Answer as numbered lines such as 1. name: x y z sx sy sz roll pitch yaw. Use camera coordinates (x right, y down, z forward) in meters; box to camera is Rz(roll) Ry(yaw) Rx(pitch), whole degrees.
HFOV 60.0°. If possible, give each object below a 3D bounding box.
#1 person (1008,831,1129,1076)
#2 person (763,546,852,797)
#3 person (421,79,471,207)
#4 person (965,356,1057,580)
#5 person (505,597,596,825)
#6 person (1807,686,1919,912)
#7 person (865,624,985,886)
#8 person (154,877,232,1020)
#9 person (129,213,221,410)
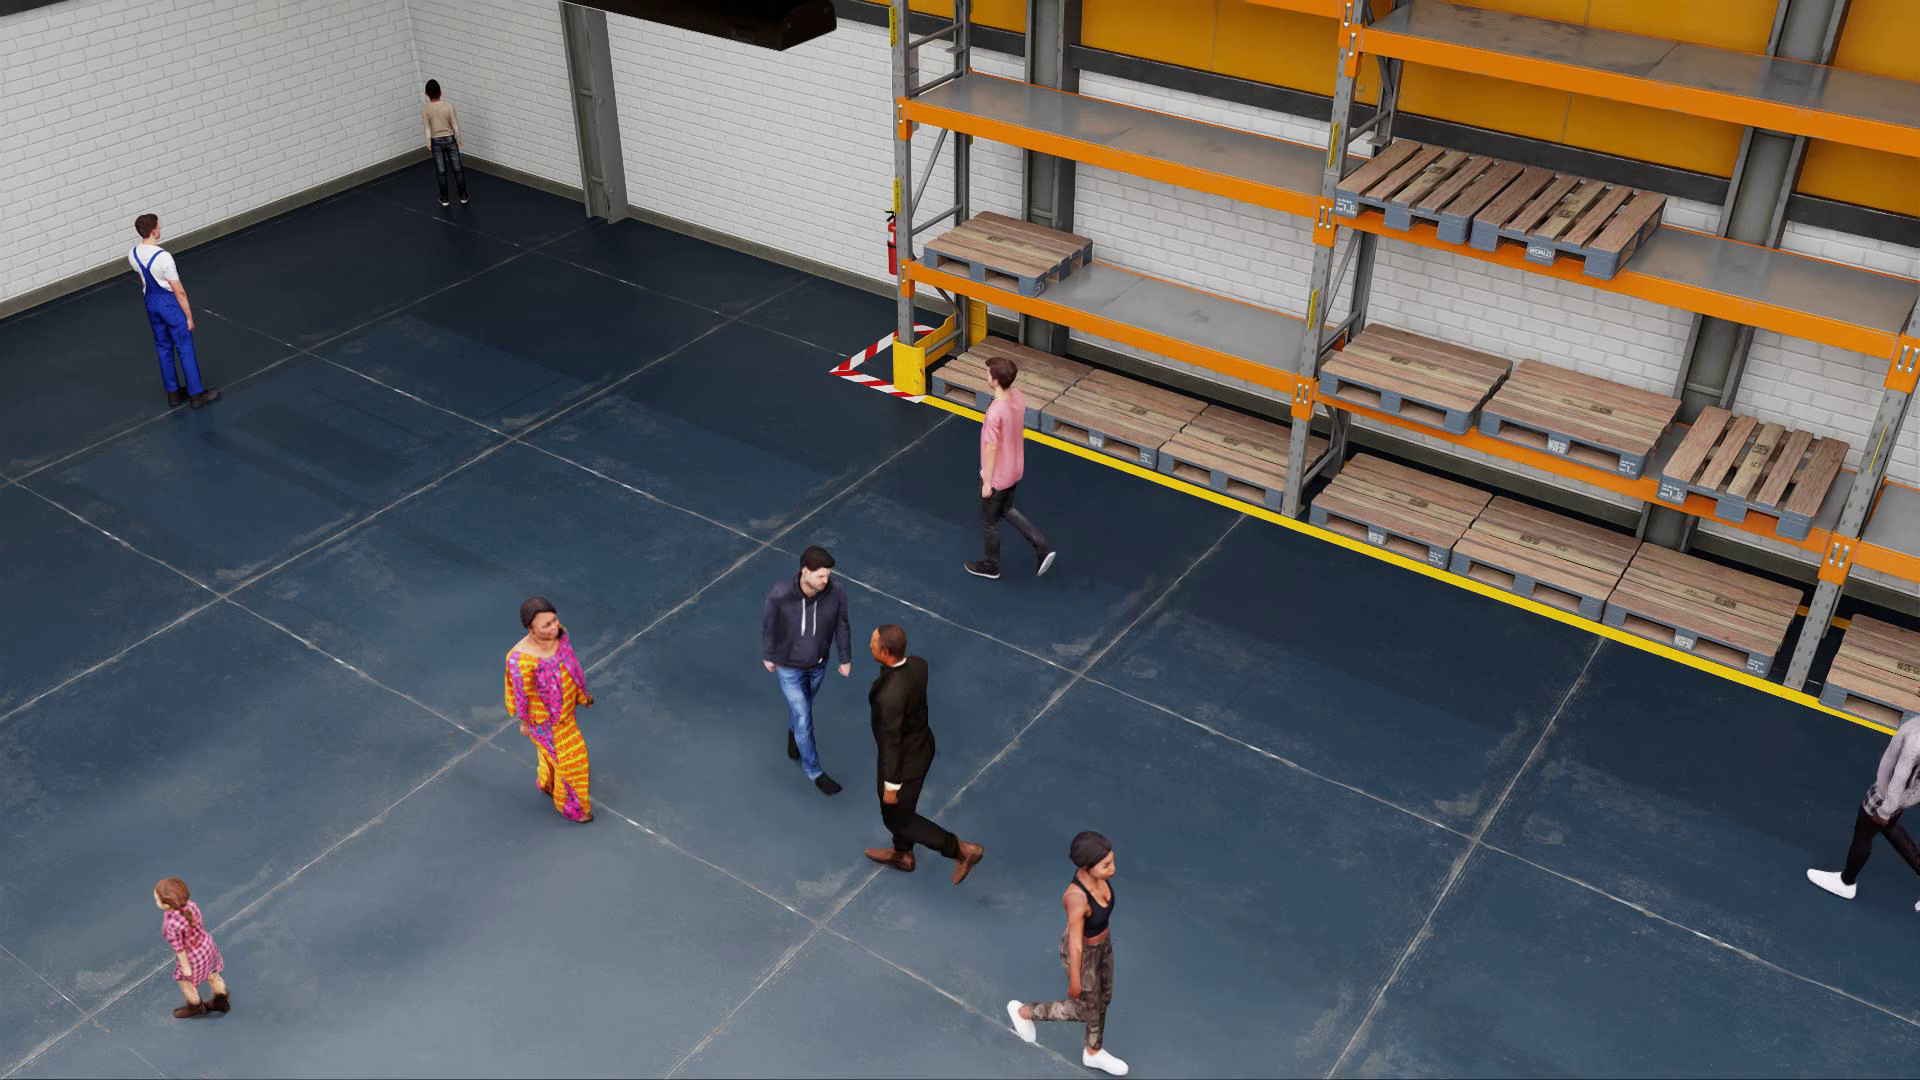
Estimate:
1. person: 0.603 2.185 8.845 0.960 1.680 0.676 14 36 20
2. person: -1.073 0.749 10.874 1.054 1.825 1.198 -8 34 -12
3. person: -5.978 -4.603 19.252 0.628 1.465 0.666 -11 35 -16
4. person: 0.394 -0.489 12.629 1.014 1.945 0.722 15 37 22
5. person: -2.652 1.029 10.609 0.843 1.654 0.736 11 35 16
6. person: 5.613 1.516 9.781 0.754 1.758 1.019 -28 43 -35
7. person: -0.256 1.336 9.939 1.145 1.883 0.928 10 35 14
8. person: -4.252 2.291 9.290 0.621 1.012 0.551 1 34 2
9. person: -7.212 -2.079 15.109 0.612 1.847 0.744 9 35 13
